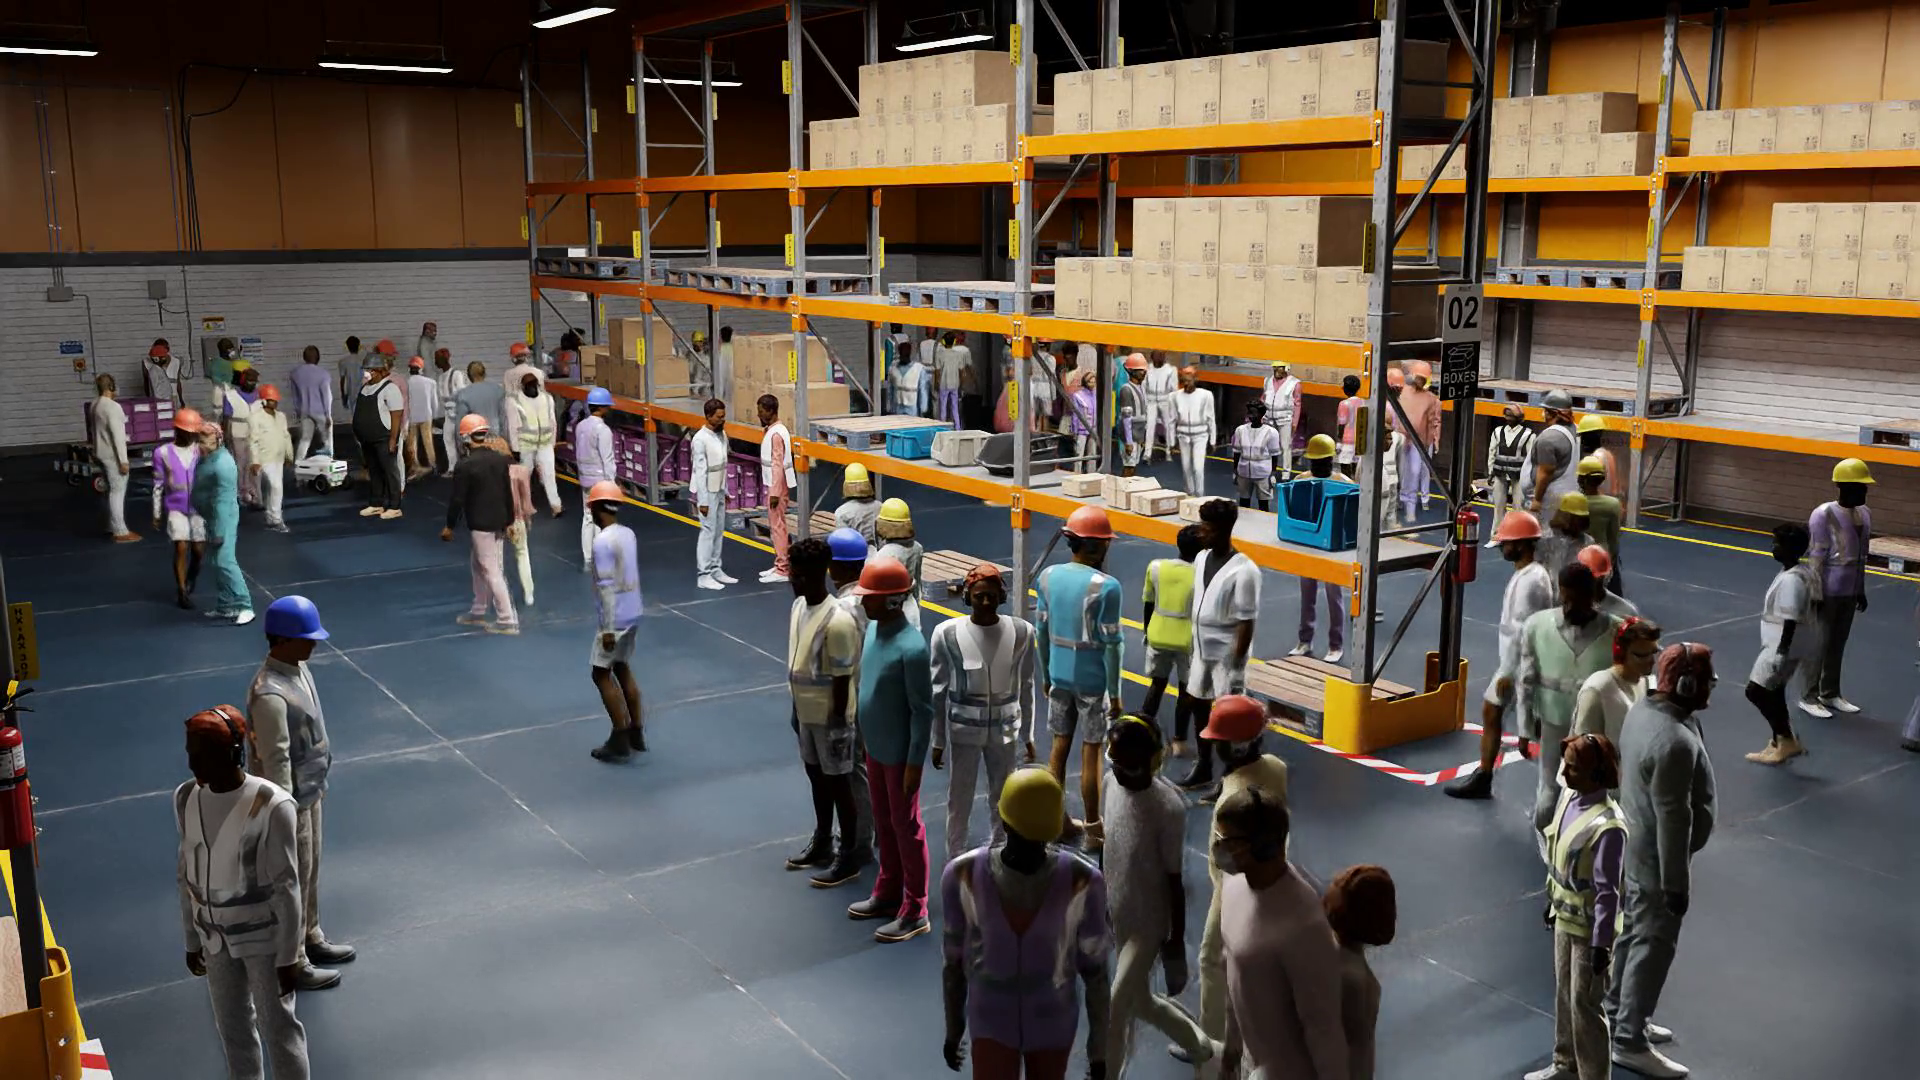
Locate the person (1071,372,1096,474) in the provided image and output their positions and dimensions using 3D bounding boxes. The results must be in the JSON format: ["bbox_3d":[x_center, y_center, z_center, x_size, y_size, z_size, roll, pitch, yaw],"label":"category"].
[{"bbox_3d":[1.699,-1.425,22.184,0.511,1.638,0.308,-7,13,-30],"label":"person"}]

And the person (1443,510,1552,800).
[{"bbox_3d":[3.597,0.754,10.383,0.933,1.899,0.534,2,11,12],"label":"person"}]

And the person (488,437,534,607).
[{"bbox_3d":[-4.320,-0.168,15.788,0.503,1.624,0.315,-3,11,-14],"label":"person"}]

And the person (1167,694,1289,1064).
[{"bbox_3d":[1.277,1.490,7.046,0.740,1.721,0.566,8,13,35],"label":"person"}]

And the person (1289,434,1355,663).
[{"bbox_3d":[2.997,0.068,13.838,0.584,1.918,0.409,9,14,40],"label":"person"}]

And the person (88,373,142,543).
[{"bbox_3d":[-9.654,-0.937,18.922,0.643,1.935,0.366,10,15,43],"label":"person"}]

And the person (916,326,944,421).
[{"bbox_3d":[-0.483,-2.743,28.288,0.574,1.887,0.355,7,13,31],"label":"person"}]

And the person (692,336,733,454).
[{"bbox_3d":[-3.789,-2.180,25.448,0.941,1.875,0.641,8,14,35],"label":"person"}]

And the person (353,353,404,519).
[{"bbox_3d":[-7.165,-1.280,20.402,0.673,2.000,0.535,8,13,35],"label":"person"}]

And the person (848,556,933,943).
[{"bbox_3d":[-0.362,1.061,8.540,0.393,1.992,0.622,-6,12,-27],"label":"person"}]

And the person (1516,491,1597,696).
[{"bbox_3d":[4.417,0.464,12.304,0.490,1.716,0.732,0,11,-3],"label":"person"}]

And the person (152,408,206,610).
[{"bbox_3d":[-7.420,-0.333,15.917,0.568,1.897,0.839,-7,13,-31],"label":"person"}]

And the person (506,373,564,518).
[{"bbox_3d":[-5.217,-1.160,20.451,0.631,1.780,0.972,-8,13,-34],"label":"person"}]

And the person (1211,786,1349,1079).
[{"bbox_3d":[1.130,1.714,5.456,0.860,1.905,0.632,-1,11,-5],"label":"person"}]

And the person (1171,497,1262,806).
[{"bbox_3d":[1.641,0.698,10.479,0.378,1.964,0.648,-6,13,-28],"label":"person"}]

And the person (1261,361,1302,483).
[{"bbox_3d":[4.365,-1.640,22.777,0.589,1.834,0.403,8,14,35],"label":"person"}]

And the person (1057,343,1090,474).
[{"bbox_3d":[1.595,-1.775,23.183,0.432,1.942,0.644,-10,15,-42],"label":"person"}]

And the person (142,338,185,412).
[{"bbox_3d":[-12.176,-2.163,25.441,0.390,1.838,0.563,10,15,41],"label":"person"}]

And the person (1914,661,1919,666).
[{"bbox_3d":[8.031,0.232,13.426,0.380,1.752,0.550,-4,12,-21],"label":"person"}]

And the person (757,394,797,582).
[{"bbox_3d":[-1.877,-0.531,16.927,0.415,1.907,0.592,-2,11,-12],"label":"person"}]

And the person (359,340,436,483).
[{"bbox_3d":[-7.889,-1.771,23.047,1.045,1.980,0.615,0,11,2],"label":"person"}]

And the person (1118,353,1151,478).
[{"bbox_3d":[2.125,-1.255,20.266,0.375,2.044,0.605,3,12,17],"label":"person"}]

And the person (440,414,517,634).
[{"bbox_3d":[-4.314,-0.140,14.770,0.828,1.950,0.605,4,12,19],"label":"person"}]

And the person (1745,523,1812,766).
[{"bbox_3d":[5.483,0.715,11.121,0.374,1.679,0.542,6,13,28],"label":"person"}]

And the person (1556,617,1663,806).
[{"bbox_3d":[3.149,1.259,8.002,0.666,1.817,0.575,-9,14,-40],"label":"person"}]

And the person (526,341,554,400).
[{"bbox_3d":[-6.614,-2.271,26.079,0.508,1.797,0.942,-3,11,-13],"label":"person"}]

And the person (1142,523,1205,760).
[{"bbox_3d":[1.465,0.692,11.309,0.618,1.653,0.360,7,13,31],"label":"person"}]

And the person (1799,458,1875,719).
[{"bbox_3d":[6.521,0.350,12.343,0.587,1.930,0.356,-6,13,-28],"label":"person"}]

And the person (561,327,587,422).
[{"bbox_3d":[-5.937,-2.364,26.154,0.484,1.951,0.640,5,12,22],"label":"person"}]

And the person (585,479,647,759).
[{"bbox_3d":[-2.392,0.535,11.499,0.490,1.889,0.598,2,11,10],"label":"person"}]

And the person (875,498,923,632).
[{"bbox_3d":[-0.453,0.567,11.717,0.295,1.744,0.488,7,13,32],"label":"person"}]

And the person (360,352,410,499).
[{"bbox_3d":[-7.505,-1.491,21.744,0.632,1.940,0.372,-2,11,-8],"label":"person"}]

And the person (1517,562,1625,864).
[{"bbox_3d":[3.390,1.004,9.151,0.639,1.879,0.756,4,12,22],"label":"person"}]

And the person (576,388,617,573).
[{"bbox_3d":[-3.721,-0.601,17.170,0.408,1.942,0.615,-9,15,-40],"label":"person"}]

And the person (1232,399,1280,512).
[{"bbox_3d":[3.258,-0.716,18.401,0.540,1.695,0.317,7,13,32],"label":"person"}]

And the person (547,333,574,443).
[{"bbox_3d":[-6.367,-2.429,26.835,0.688,1.831,0.438,-11,15,-44],"label":"person"}]

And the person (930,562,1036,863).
[{"bbox_3d":[0.125,1.049,8.886,0.584,1.882,0.346,-2,11,-12],"label":"person"}]

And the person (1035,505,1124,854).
[{"bbox_3d":[0.719,0.807,9.724,0.609,2.040,0.394,11,15,43],"label":"person"}]

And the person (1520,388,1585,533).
[{"bbox_3d":[5.736,-0.466,16.237,0.683,2.000,0.538,-10,15,-43],"label":"person"}]

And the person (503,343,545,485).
[{"bbox_3d":[-6.047,-1.754,23.073,0.649,1.932,1.037,-7,13,-33],"label":"person"}]

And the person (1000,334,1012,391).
[{"bbox_3d":[0.857,-2.757,28.723,0.337,1.743,0.563,0,11,0],"label":"person"}]

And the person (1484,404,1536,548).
[{"bbox_3d":[6.099,-0.691,18.427,0.523,1.636,0.309,9,14,40],"label":"person"}]
